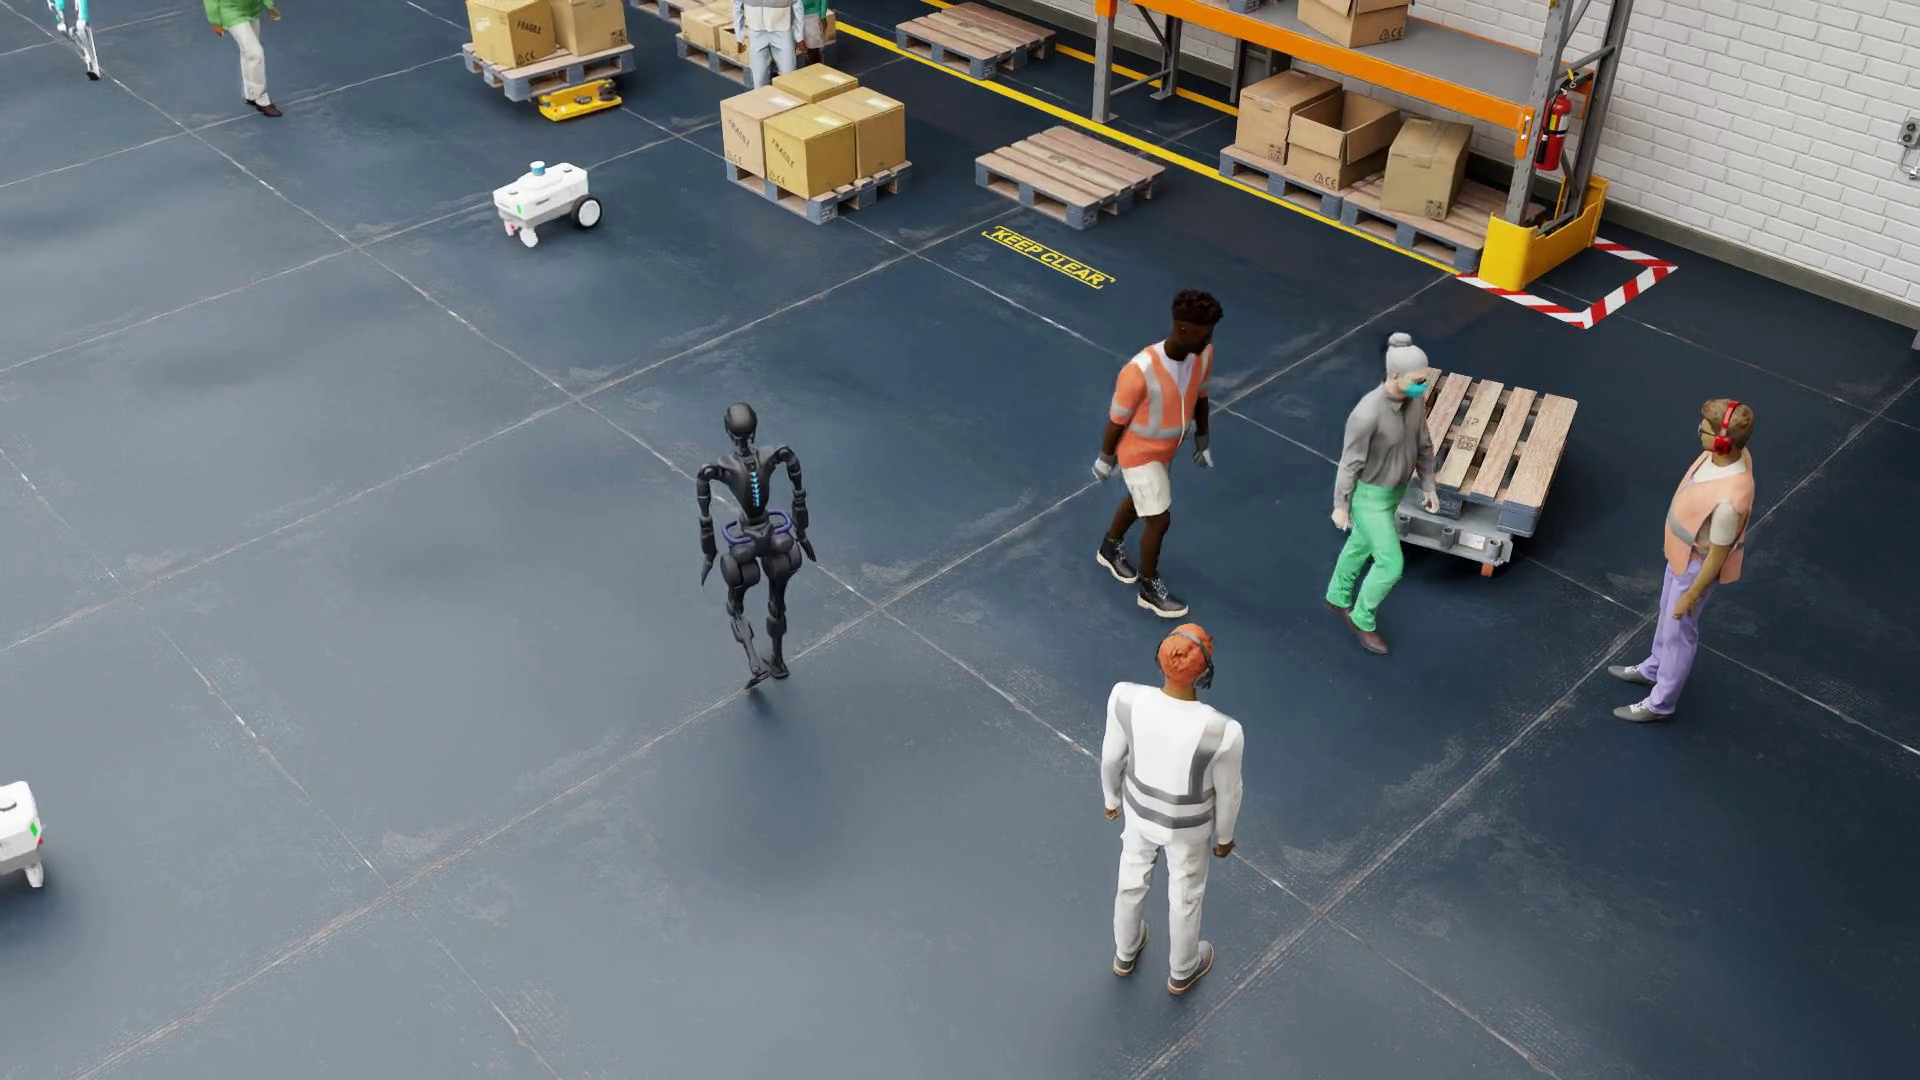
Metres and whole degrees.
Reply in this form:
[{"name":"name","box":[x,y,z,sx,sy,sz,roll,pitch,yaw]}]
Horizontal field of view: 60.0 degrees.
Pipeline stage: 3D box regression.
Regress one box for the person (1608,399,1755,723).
[{"name":"person","box":[3.558,0.127,8.064,0.392,1.838,0.563,10,38,13]}]

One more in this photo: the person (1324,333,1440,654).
[{"name":"person","box":[2.218,-0.232,8.541,0.633,1.823,0.506,29,46,33]}]

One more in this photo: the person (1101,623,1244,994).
[{"name":"person","box":[0.846,1.107,6.730,0.573,1.882,0.361,19,41,23]}]

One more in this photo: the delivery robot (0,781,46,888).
[{"name":"delivery robot","box":[-4.516,1.397,7.442,0.761,0.590,0.524,-20,42,-25]}]

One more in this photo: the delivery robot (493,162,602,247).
[{"name":"delivery robot","box":[-3.189,-2.616,12.749,0.518,0.582,0.744,27,45,31]}]

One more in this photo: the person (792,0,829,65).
[{"name":"person","box":[-1.365,-4.523,14.211,0.492,1.849,0.397,-2,37,-2]}]

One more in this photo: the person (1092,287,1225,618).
[{"name":"person","box":[1.056,-0.480,8.799,0.842,1.916,0.623,30,46,34]}]

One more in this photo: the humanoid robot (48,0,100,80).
[{"name":"humanoid robot","box":[-8.127,-5.043,15.062,0.556,1.864,0.813,-6,38,-9]}]

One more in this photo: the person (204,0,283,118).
[{"name":"person","box":[-6.123,-4.526,14.294,0.648,1.760,0.538,13,39,16]}]

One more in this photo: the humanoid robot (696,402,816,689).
[{"name":"humanoid robot","box":[-0.991,0.061,8.282,0.593,1.642,0.438,-15,39,-18]}]

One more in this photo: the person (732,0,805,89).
[{"name":"person","box":[-1.572,-4.205,13.746,0.596,1.906,0.402,3,37,4]}]

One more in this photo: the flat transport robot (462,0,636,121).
[{"name":"flat transport robot","box":[-3.692,-4.157,15.037,0.659,0.231,1.431,-25,44,-29]}]
